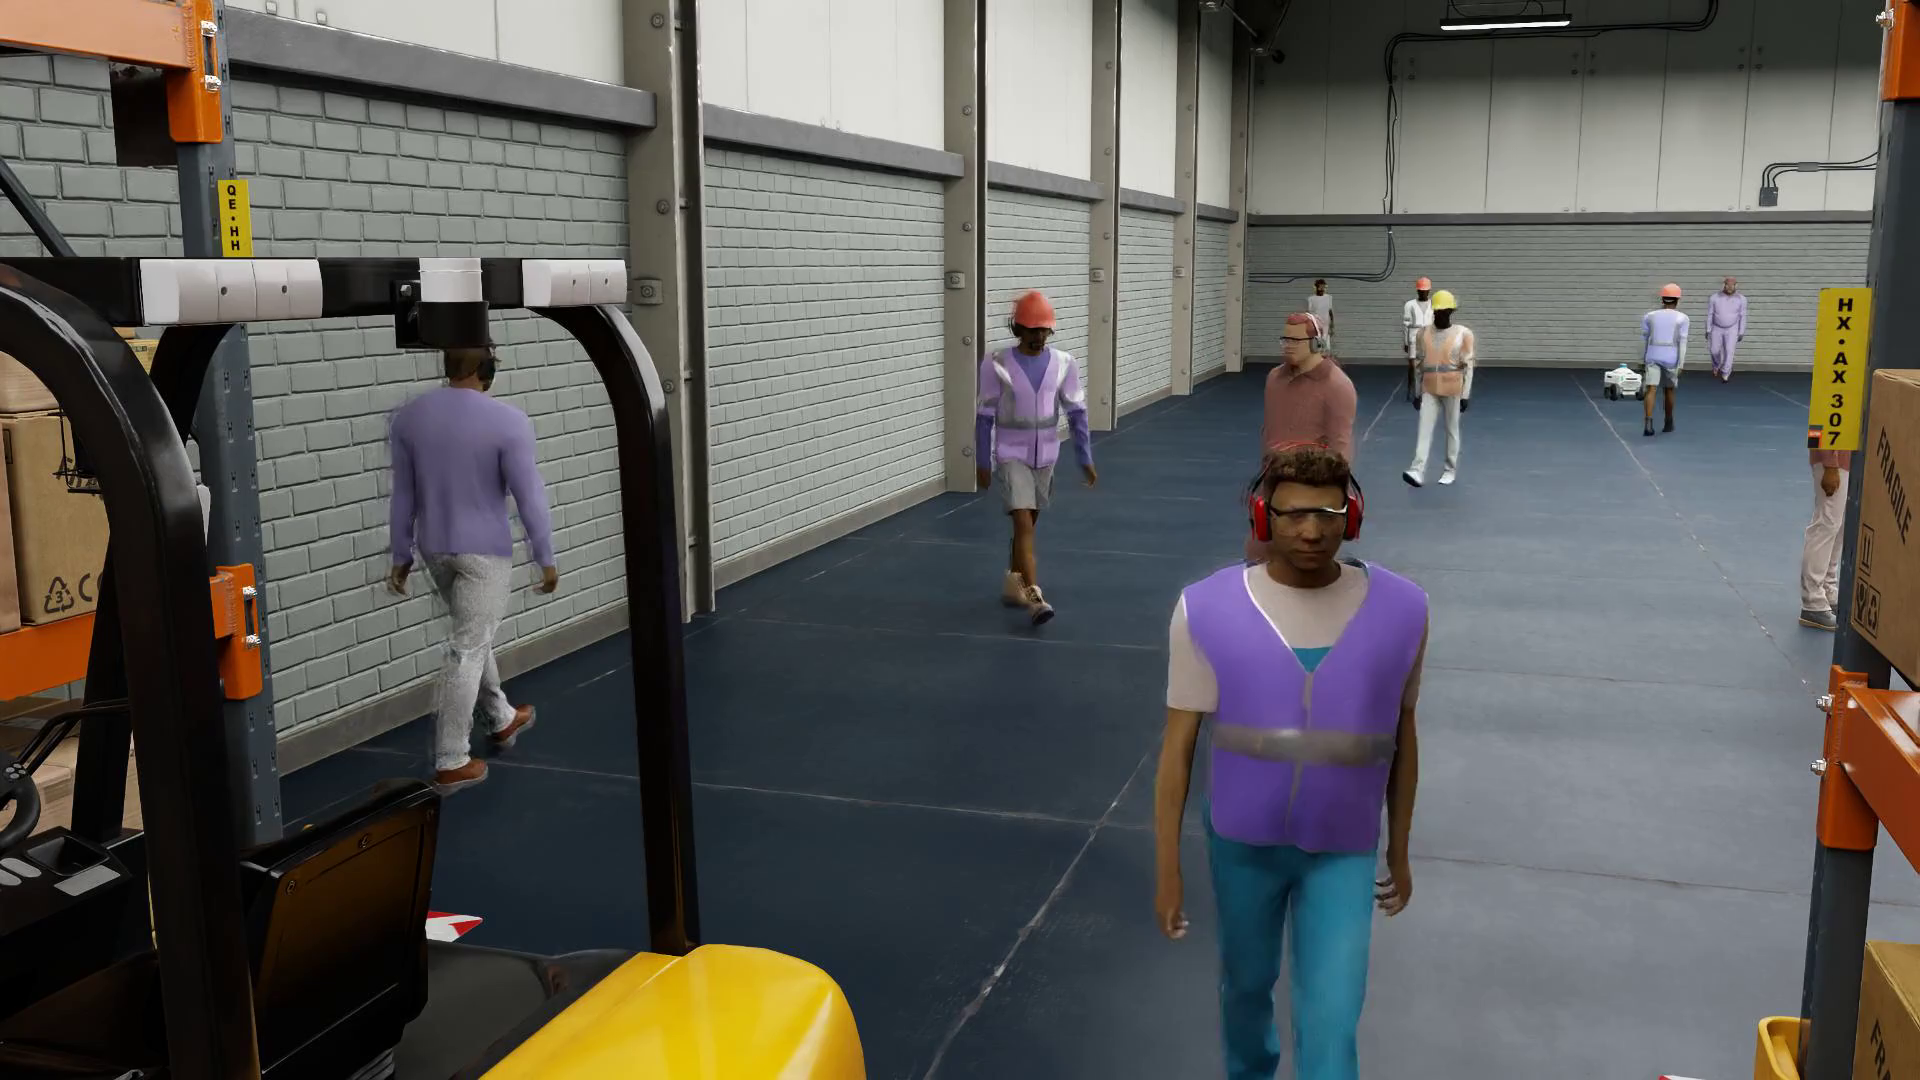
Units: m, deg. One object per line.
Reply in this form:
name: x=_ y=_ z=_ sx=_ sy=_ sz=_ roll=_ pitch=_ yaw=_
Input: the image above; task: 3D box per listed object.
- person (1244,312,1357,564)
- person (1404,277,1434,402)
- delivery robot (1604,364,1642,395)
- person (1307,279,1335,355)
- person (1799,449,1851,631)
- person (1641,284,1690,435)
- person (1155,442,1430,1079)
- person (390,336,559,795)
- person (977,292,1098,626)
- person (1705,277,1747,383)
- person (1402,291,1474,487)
person: x=1.851 y=-0.298 z=9.147 sx=0.431 sy=1.891 sz=0.676 roll=-6 pitch=11 yaw=-33
person: x=7.102 y=-3.059 z=25.524 sx=0.552 sy=1.923 sz=0.470 roll=1 pitch=10 yaw=6
delivery robot: x=10.394 y=-2.519 z=26.078 sx=0.477 sy=0.478 sz=0.707 roll=0 pitch=10 yaw=0
person: x=6.790 y=-4.000 z=31.343 sx=0.567 sy=1.843 sz=0.520 roll=-1 pitch=10 yaw=-6
person: x=5.237 y=-0.470 z=9.874 sx=0.375 sy=1.995 sz=0.611 roll=8 pitch=13 yaw=41
person: x=8.812 y=-2.257 z=20.850 sx=0.565 sy=1.895 sz=0.986 roll=6 pitch=11 yaw=31
person: x=0.726 y=0.673 z=3.679 sx=0.589 sy=1.792 sz=0.990 roll=1 pitch=10 yaw=5
person: x=-1.990 y=0.050 z=7.042 sx=0.662 sy=1.896 sz=0.951 roll=4 pitch=10 yaw=20
person: x=0.461 y=-0.489 z=10.018 sx=0.640 sy=1.973 sz=1.046 roll=-3 pitch=10 yaw=-19
person: x=13.738 y=-3.773 z=29.839 sx=0.669 sy=1.891 sz=0.482 roll=5 pitch=11 yaw=28
person: x=4.584 y=-1.434 z=15.942 sx=0.612 sy=1.876 sz=0.954 roll=7 pitch=12 yaw=36
